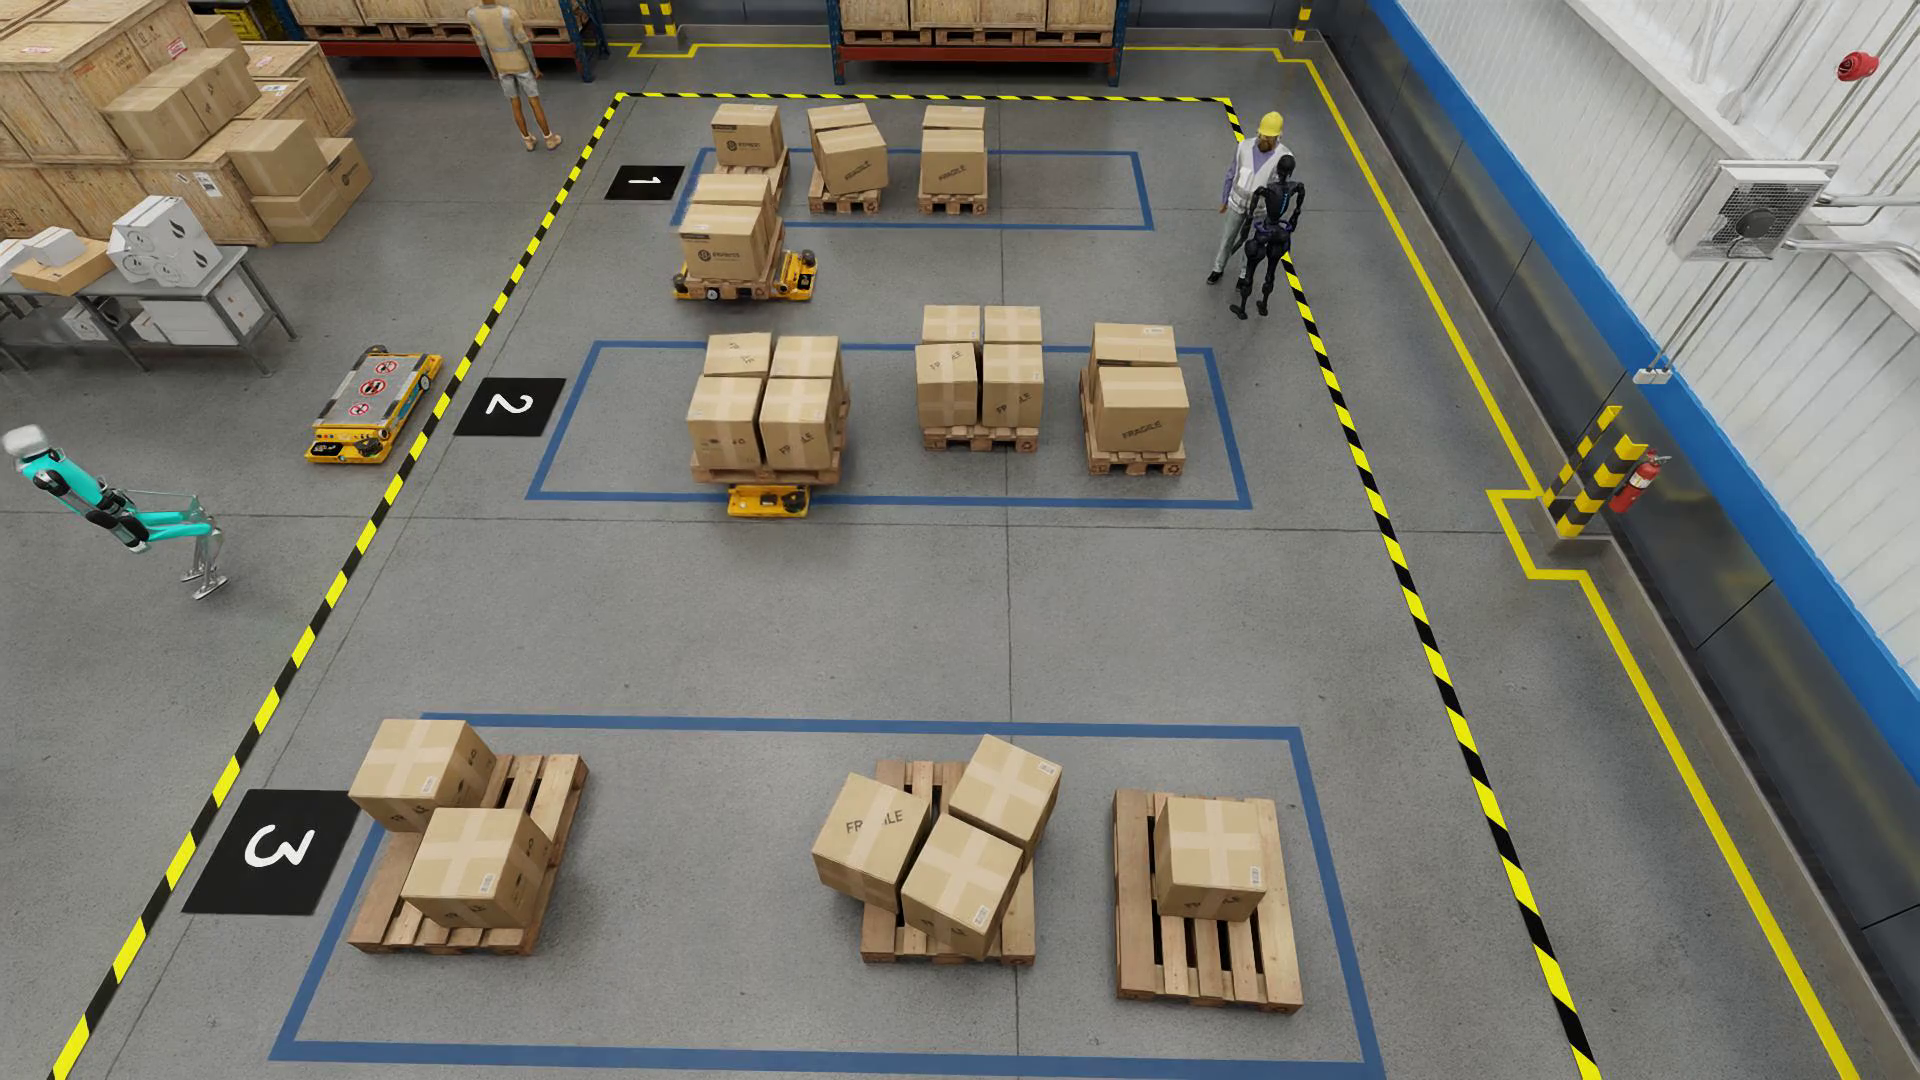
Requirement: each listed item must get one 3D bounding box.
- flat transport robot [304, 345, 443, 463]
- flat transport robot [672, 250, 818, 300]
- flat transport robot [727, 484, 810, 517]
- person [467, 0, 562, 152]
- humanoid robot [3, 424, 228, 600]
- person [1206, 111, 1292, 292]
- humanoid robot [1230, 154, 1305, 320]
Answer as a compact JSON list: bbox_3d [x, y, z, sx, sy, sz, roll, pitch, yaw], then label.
[{"bbox_3d":[-5.383,-1.269,8.441,0.659,0.231,1.431,1,50,1],"label":"flat transport robot"},{"bbox_3d":[-2.275,-2.834,9.747,1.431,0.197,0.652,1,50,1],"label":"flat transport robot"},{"bbox_3d":[-1.593,-0.791,8.018,0.652,0.197,1.431,1,50,1],"label":"flat transport robot"},{"bbox_3d":[-5.394,-5.728,11.050,0.604,2.048,0.366,-2,50,-2],"label":"person"},{"bbox_3d":[-5.794,-0.246,6.527,0.735,1.674,0.533,-36,58,-26],"label":"humanoid robot"},{"bbox_3d":[2.900,-3.368,9.189,0.596,1.836,0.404,22,53,17],"label":"person"},{"bbox_3d":[2.978,-2.928,8.913,0.599,1.655,0.315,-7,50,-6],"label":"humanoid robot"}]
